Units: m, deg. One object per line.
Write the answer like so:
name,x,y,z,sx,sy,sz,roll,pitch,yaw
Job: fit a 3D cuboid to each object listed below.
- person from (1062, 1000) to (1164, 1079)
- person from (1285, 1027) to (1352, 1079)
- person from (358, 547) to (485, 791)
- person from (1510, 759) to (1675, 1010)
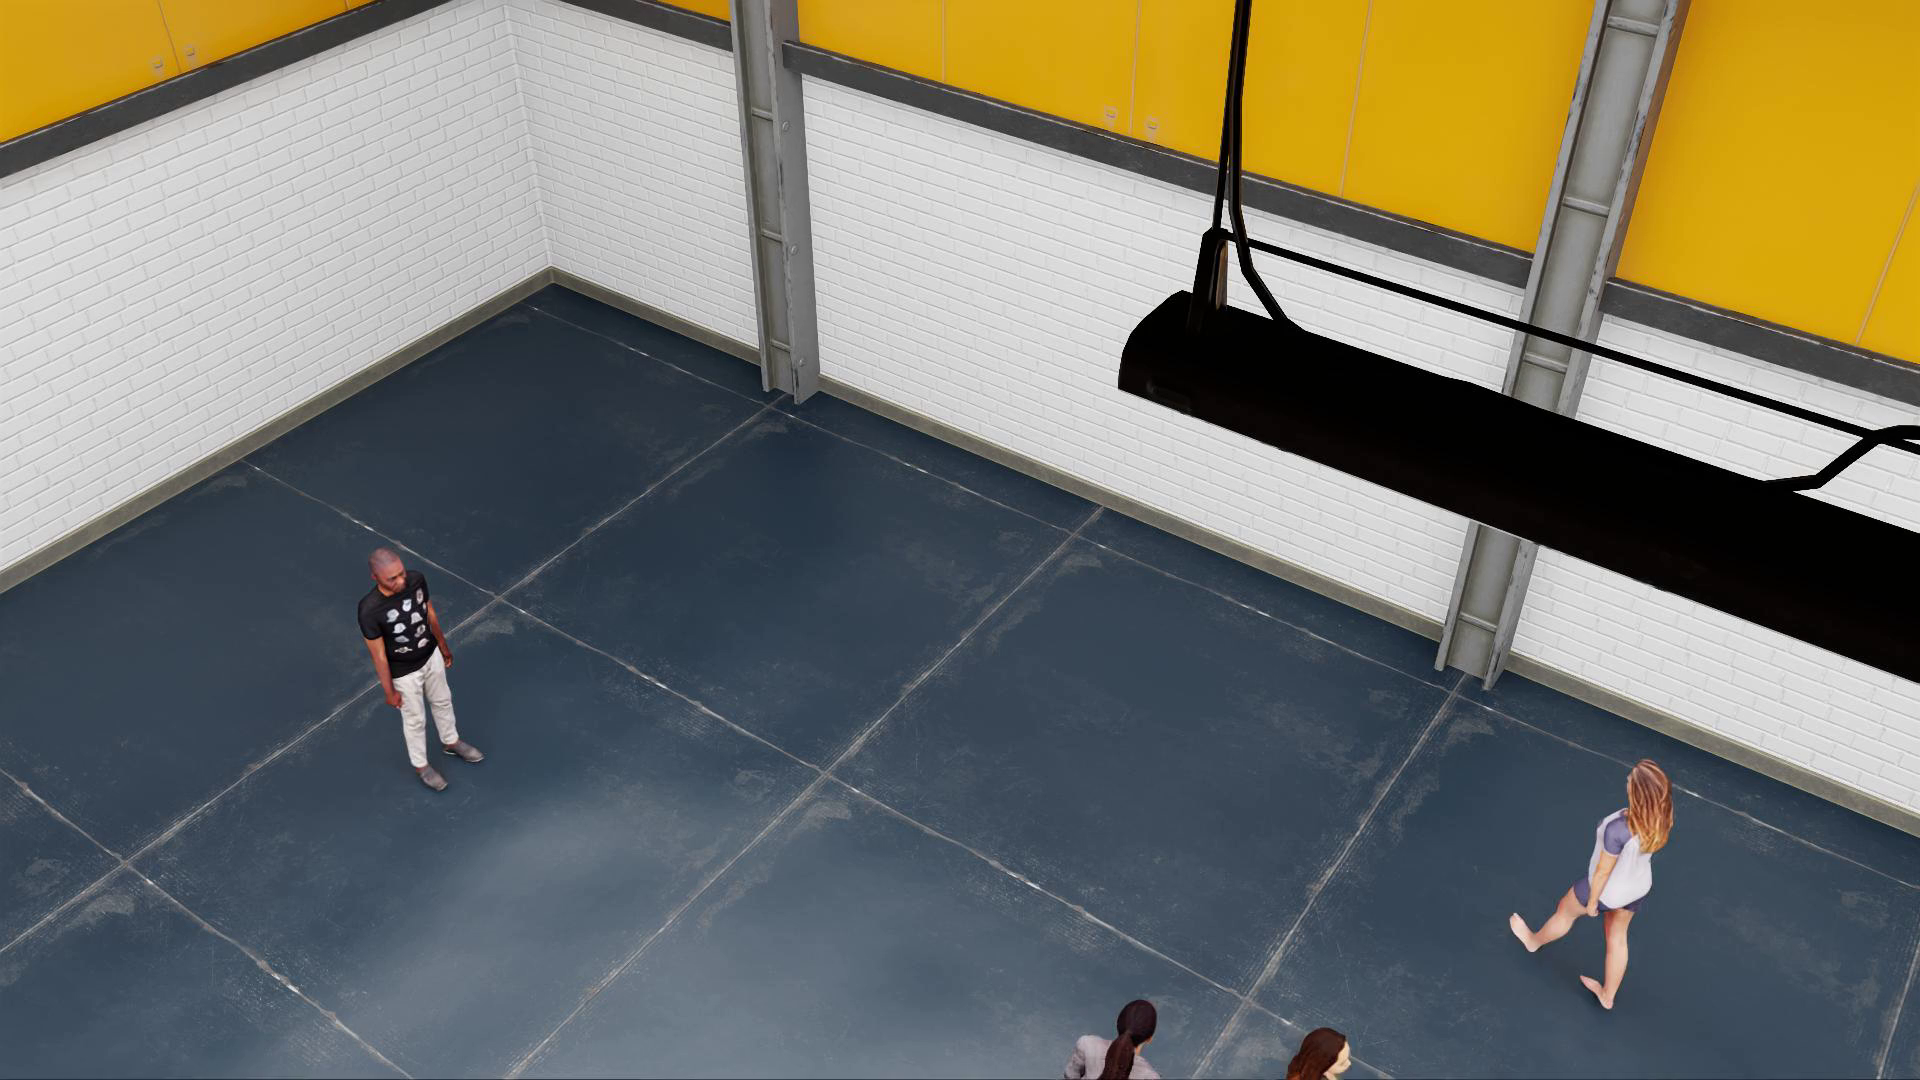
person,0.615,2.785,7.672,0.664,1.640,0.729,21,43,24
person,1.560,2.758,7.851,0.851,1.459,0.695,16,41,19
person,-3.335,0.742,10.101,0.617,1.801,0.667,21,43,24
person,3.514,1.869,8.769,0.879,1.703,1.021,-16,41,-19
